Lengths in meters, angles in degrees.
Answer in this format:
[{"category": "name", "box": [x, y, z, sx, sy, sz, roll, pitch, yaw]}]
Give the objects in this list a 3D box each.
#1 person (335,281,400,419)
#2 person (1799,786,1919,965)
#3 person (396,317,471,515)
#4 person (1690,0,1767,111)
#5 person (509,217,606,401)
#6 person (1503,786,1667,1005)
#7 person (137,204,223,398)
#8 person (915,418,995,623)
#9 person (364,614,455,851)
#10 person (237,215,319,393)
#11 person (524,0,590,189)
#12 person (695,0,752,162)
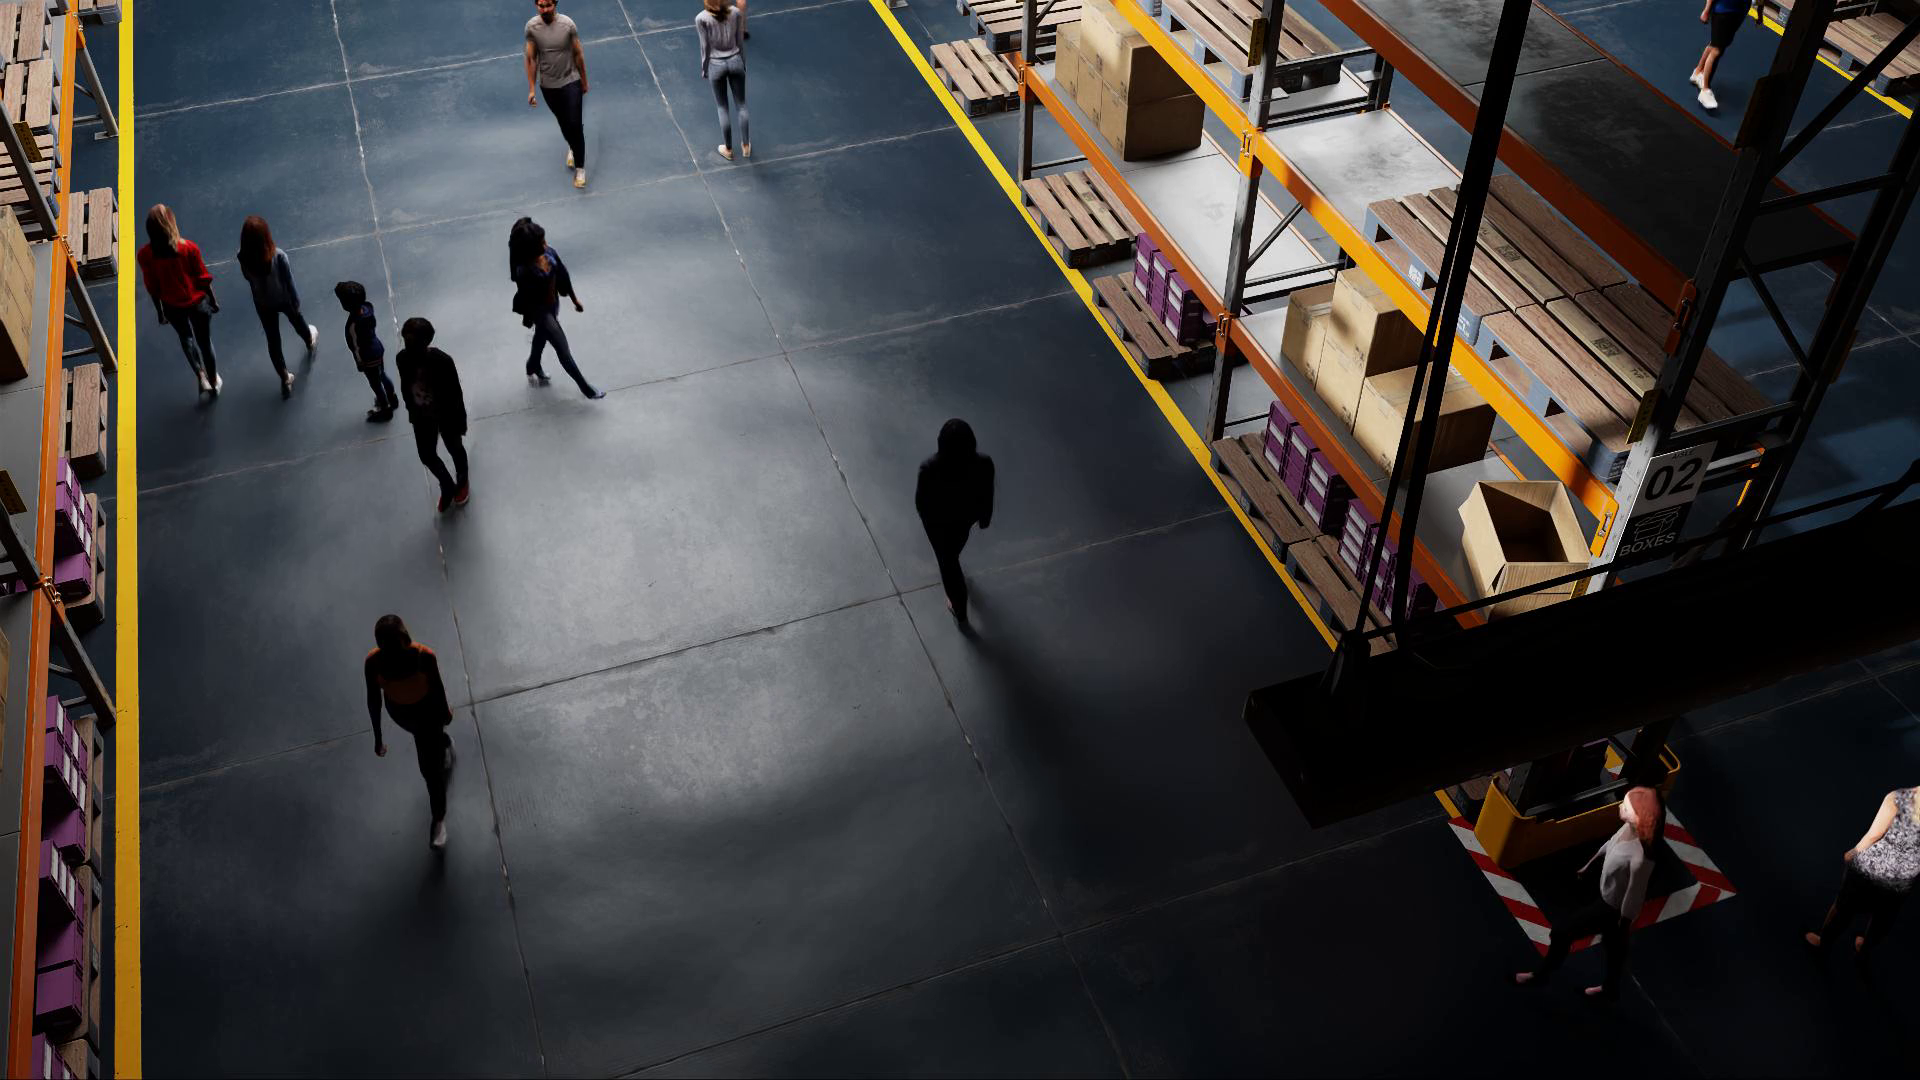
[{"category": "person", "box": [-4.589, -1.480, 12.890, 0.638, 1.221, 0.515, 1, 44, 1]}, {"category": "person", "box": [5.097, 1.773, 9.127, 0.642, 1.702, 0.649, 7, 44, 7]}, {"category": "person", "box": [-3.765, -0.967, 12.034, 0.726, 1.659, 0.742, 3, 44, 3]}, {"category": "person", "box": [7.572, -5.294, 16.448, 0.711, 1.836, 0.955, -12, 45, -12]}, {"category": "person", "box": [-3.302, -1.818, 12.990, 1.098, 1.573, 1.044, 18, 46, 18]}, {"category": "person", "box": [3.594, 1.968, 8.898, 0.957, 1.736, 0.908, 14, 45, 14]}, {"category": "person", "box": [-5.975, -1.764, 12.852, 0.626, 1.685, 0.624, -15, 46, -15]}, {"category": "person", "box": [-0.040, -0.135, 11.236, 0.645, 1.555, 1.012, -13, 45, -13]}, {"category": "person", "box": [-3.283, 0.989, 10.035, 0.819, 1.584, 1.184, -3, 44, -3]}, {"category": "person", "box": [-5.420, -1.830, 13.099, 0.718, 1.439, 1.040, -6, 44, -6]}, {"category": "person", "box": [-3.688, -4.270, 15.358, 0.879, 1.857, 1.150, 0, 44, 0]}, {"category": "person", "box": [-2.191, -4.400, 15.539, 0.588, 1.795, 0.495, -16, 46, -16]}]
